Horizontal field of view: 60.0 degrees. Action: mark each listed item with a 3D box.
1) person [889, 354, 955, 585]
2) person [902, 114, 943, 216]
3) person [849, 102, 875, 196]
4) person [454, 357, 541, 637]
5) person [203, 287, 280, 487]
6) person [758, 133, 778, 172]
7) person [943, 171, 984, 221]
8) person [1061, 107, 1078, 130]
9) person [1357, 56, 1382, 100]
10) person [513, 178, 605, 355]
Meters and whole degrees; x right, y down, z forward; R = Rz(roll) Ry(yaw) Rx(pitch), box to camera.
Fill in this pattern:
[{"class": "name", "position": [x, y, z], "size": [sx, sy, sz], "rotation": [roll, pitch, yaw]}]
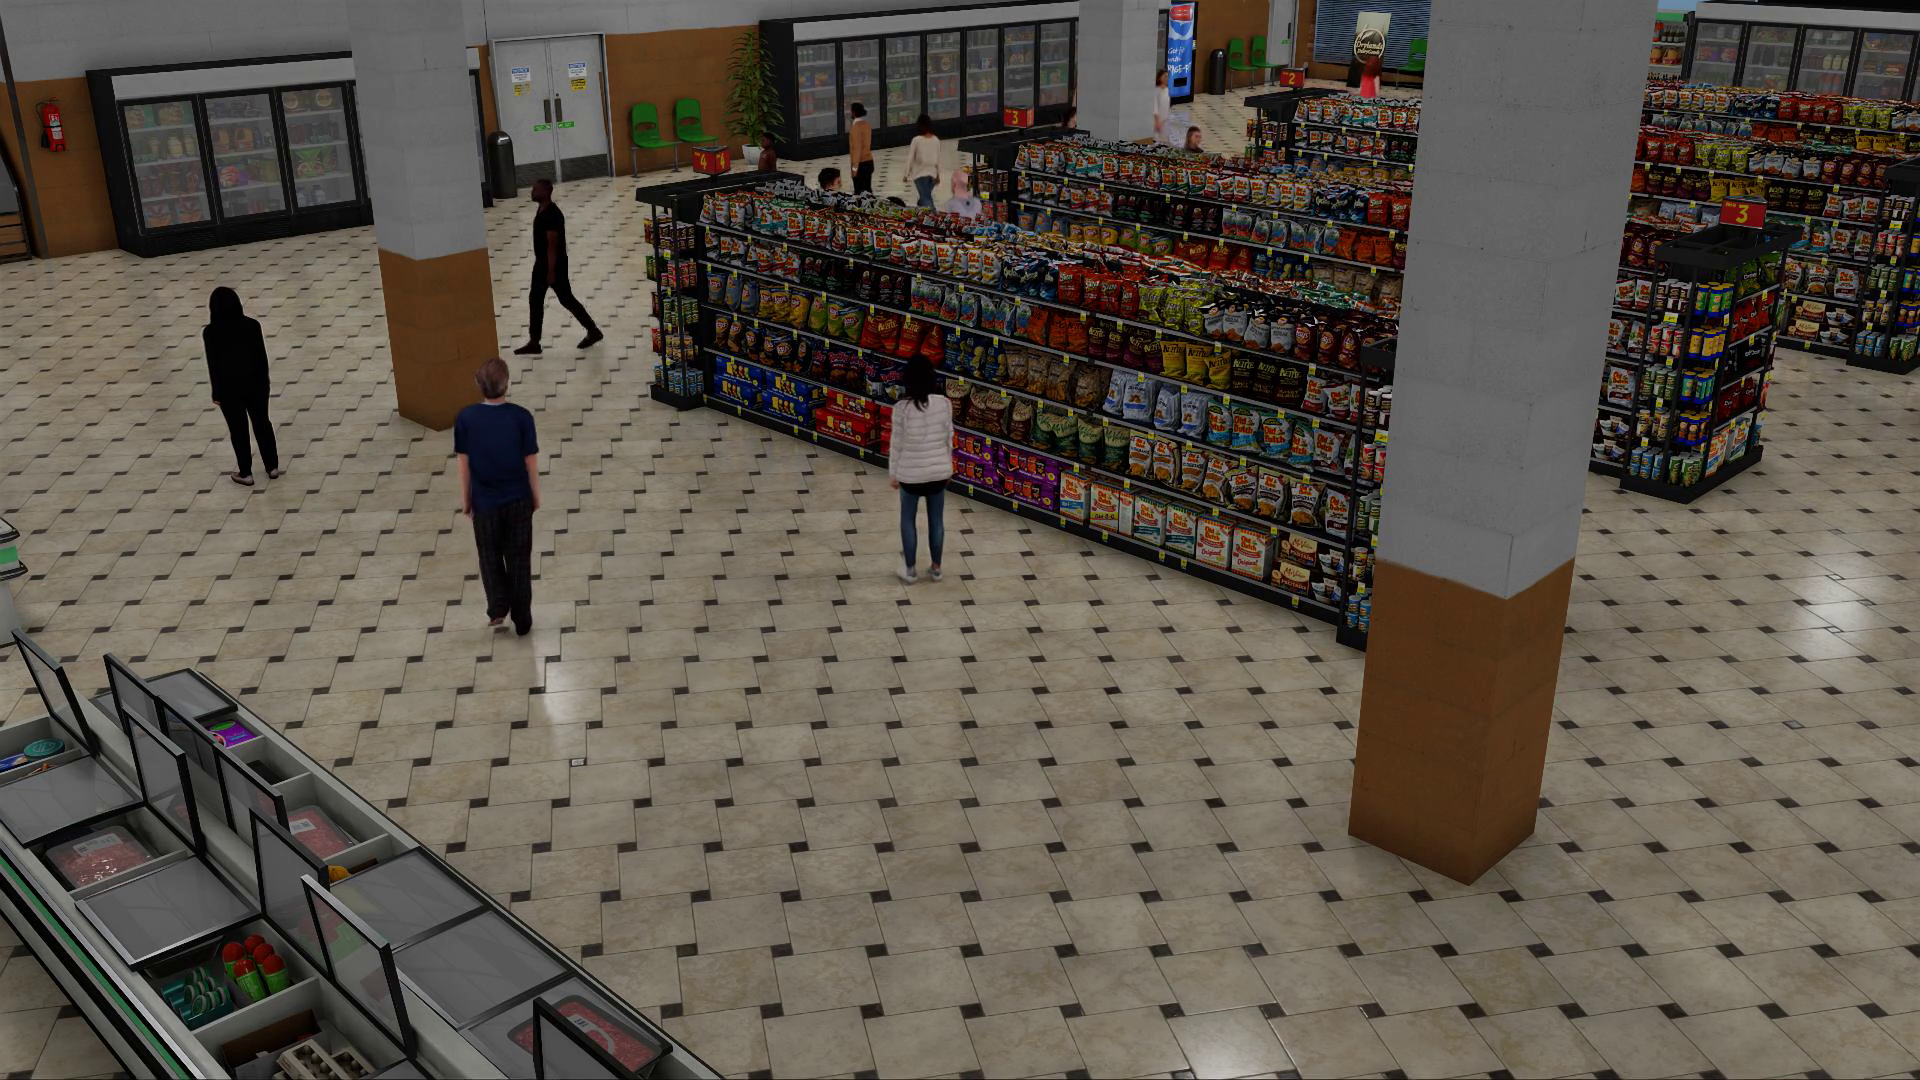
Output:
[{"class": "person", "position": [-0.258, -0.483, 11.530], "size": [0.698, 1.633, 0.707], "rotation": [-6, 23, -14]}, {"class": "person", "position": [-0.421, -4.832, 22.353], "size": [0.739, 1.633, 1.124], "rotation": [-17, 27, -36]}, {"class": "person", "position": [-1.360, -5.167, 23.028], "size": [0.753, 1.752, 0.748], "rotation": [7, 23, 16]}, {"class": "person", "position": [-2.912, -0.216, 10.572], "size": [0.824, 1.852, 0.871], "rotation": [-4, 22, -11]}, {"class": "person", "position": [-5.823, -1.252, 13.467], "size": [0.608, 1.616, 0.650], "rotation": [19, 29, 39]}, {"class": "person", "position": [-2.715, -5.179, 23.726], "size": [0.618, 1.254, 0.465], "rotation": [-14, 26, -31]}, {"class": "person", "position": [0.064, -2.882, 17.278], "size": [0.822, 1.798, 1.175], "rotation": [-15, 27, -33]}, {"class": "person", "position": [1.493, -5.353, 23.741], "size": [1.090, 1.565, 1.058], "rotation": [-1, 22, -3]}, {"class": "person", "position": [6.777, -7.201, 28.022], "size": [0.840, 1.803, 0.875], "rotation": [-8, 23, -20]}, {"class": "person", "position": [-4.090, -2.776, 17.044], "size": [0.955, 1.776, 1.196], "rotation": [-12, 25, -27]}]
